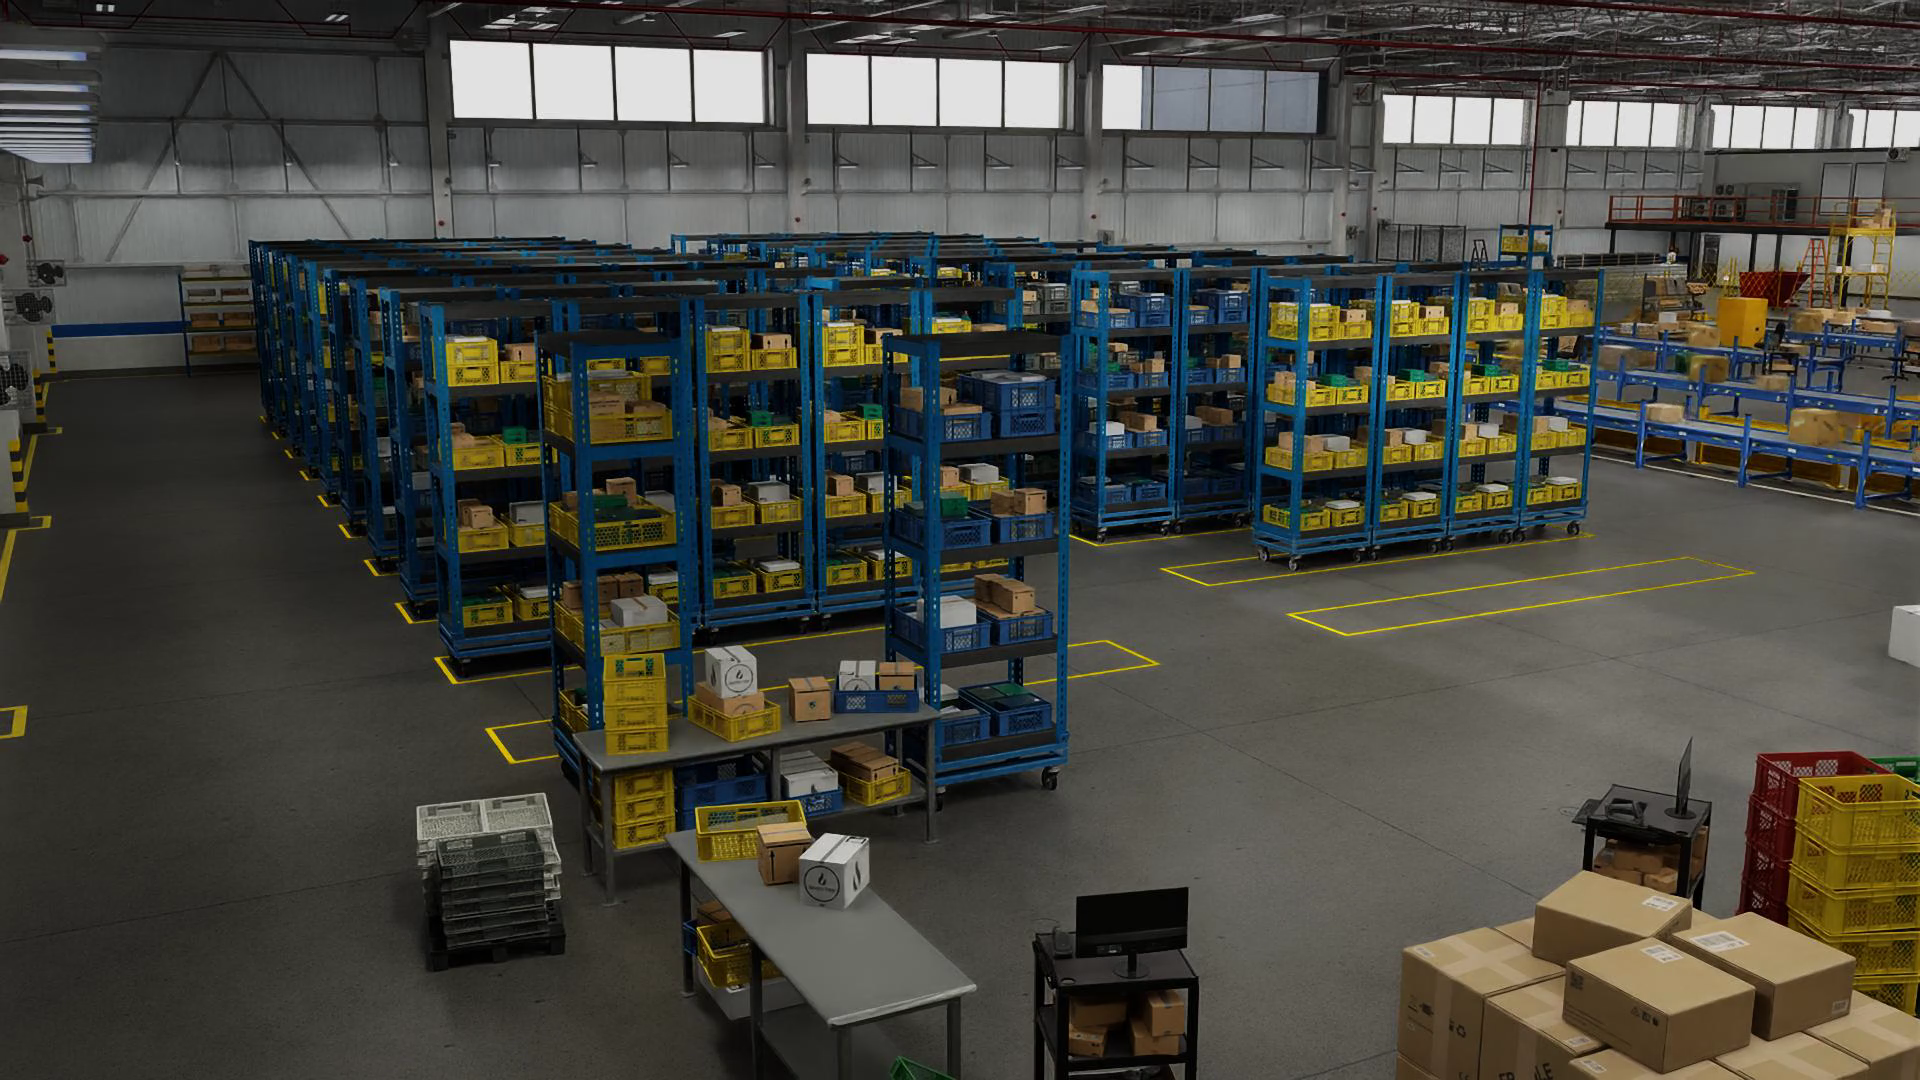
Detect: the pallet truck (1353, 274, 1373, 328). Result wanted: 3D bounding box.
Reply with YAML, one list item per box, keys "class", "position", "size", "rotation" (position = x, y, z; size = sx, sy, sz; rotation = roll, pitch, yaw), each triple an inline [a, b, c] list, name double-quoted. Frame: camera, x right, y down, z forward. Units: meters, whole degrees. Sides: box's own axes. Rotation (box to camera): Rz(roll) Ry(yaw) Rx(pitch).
- class: "pallet truck"
  position: [13.011, -8.050, 55.243]
  size: [0.823, 1.965, 1.885]
  rotation: [-7, 14, -28]

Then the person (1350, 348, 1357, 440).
- class: "person"
  position: [7.033, -2.531, 29.685]
  size: [0.649, 1.888, 0.465]
  rotation: [-4, 13, -17]

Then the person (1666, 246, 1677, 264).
- class: "person"
  position: [32.943, -12.678, 77.160]
  size: [0.573, 1.883, 0.356]
  rotation: [-7, 14, -29]
